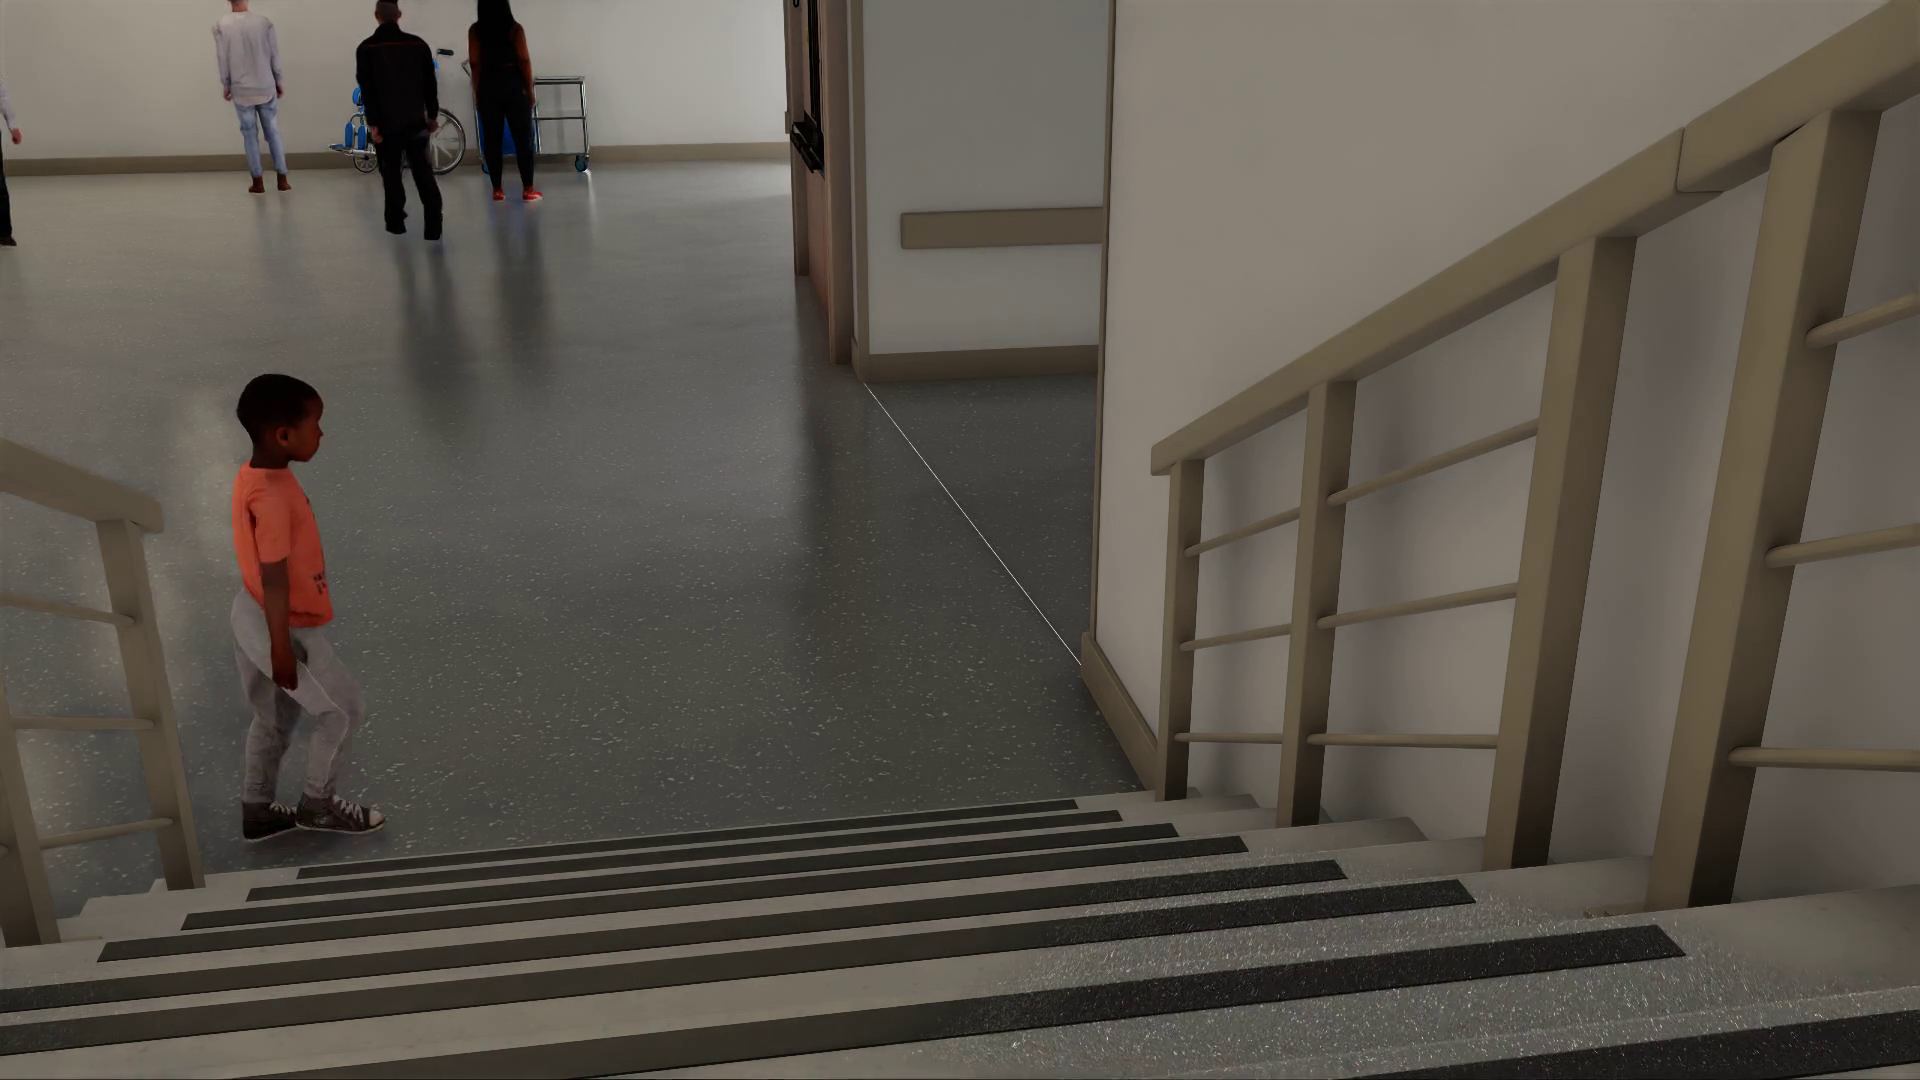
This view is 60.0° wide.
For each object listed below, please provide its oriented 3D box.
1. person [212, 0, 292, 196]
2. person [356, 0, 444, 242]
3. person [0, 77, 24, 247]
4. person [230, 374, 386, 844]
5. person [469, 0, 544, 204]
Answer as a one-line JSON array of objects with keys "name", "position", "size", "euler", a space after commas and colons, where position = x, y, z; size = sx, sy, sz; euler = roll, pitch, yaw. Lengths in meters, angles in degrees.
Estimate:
[{"name": "person", "position": [-6.229, -3.996, 14.662], "size": [0.749, 1.838, 0.688], "euler": [-10, 23, -26]}, {"name": "person", "position": [-4.124, -3.123, 12.377], "size": [1.040, 1.824, 1.272], "euler": [-12, 24, -30]}, {"name": "person", "position": [-7.290, -3.043, 12.206], "size": [0.850, 1.795, 0.797], "euler": [-13, 24, -31]}, {"name": "person", "position": [-1.811, 0.234, 4.278], "size": [0.679, 1.282, 0.598], "euler": [-12, 24, -28]}, {"name": "person", "position": [-3.911, -3.819, 14.227], "size": [0.694, 1.815, 0.638], "euler": [-1, 21, -3]}]
